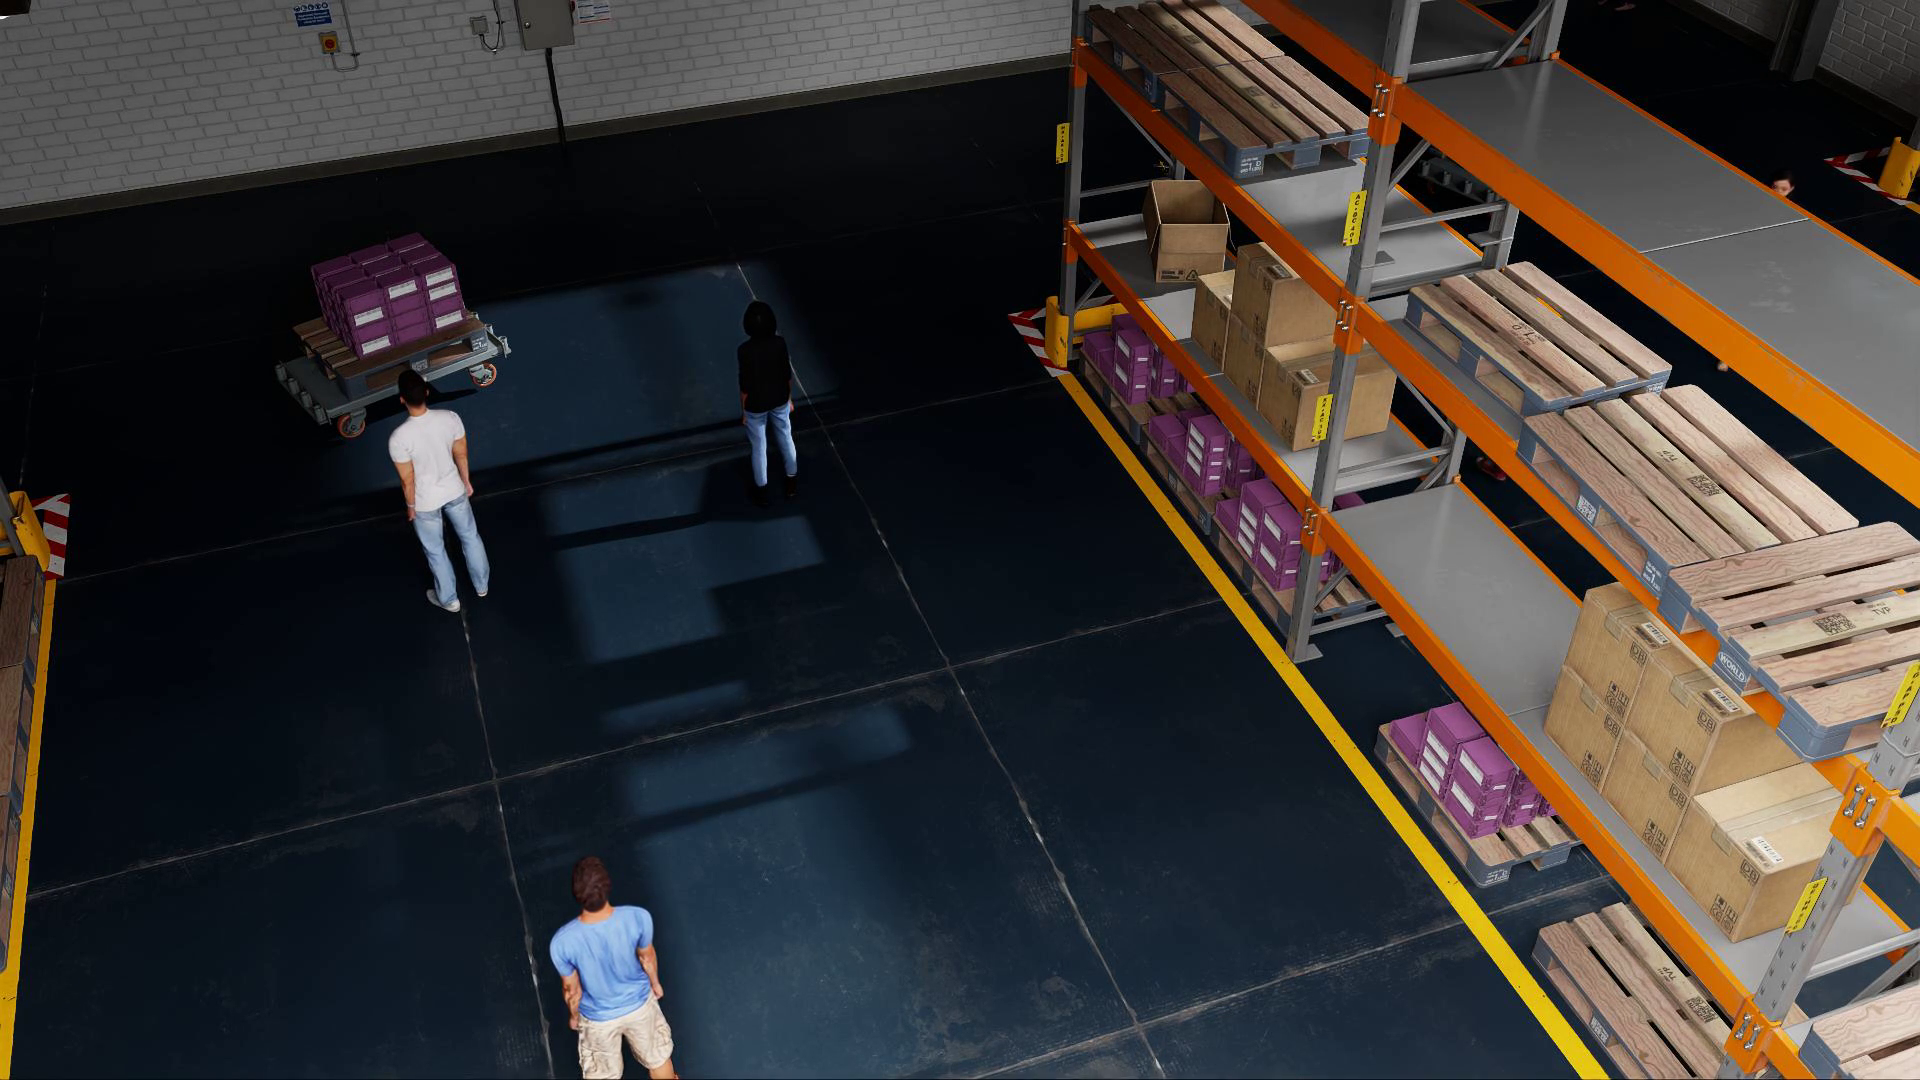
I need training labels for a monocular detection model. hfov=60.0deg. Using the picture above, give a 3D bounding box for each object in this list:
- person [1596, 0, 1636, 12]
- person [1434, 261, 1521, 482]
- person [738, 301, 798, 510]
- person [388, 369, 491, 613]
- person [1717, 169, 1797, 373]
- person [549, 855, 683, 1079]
[{"bbox_3d":[7.989,-7.286,19.837,0.794,1.852,0.609,-24,44,-27],"label":"person"},{"bbox_3d":[4.049,-1.216,12.343,0.808,1.719,1.150,-21,43,-24],"label":"person"},{"bbox_3d":[-1.401,-0.982,12.063,0.578,1.702,0.557,-17,42,-20],"label":"person"},{"bbox_3d":[-3.495,-0.327,11.112,0.752,1.866,0.714,-31,48,-33],"label":"person"},{"bbox_3d":[6.557,-2.270,13.672,0.977,1.707,1.105,11,40,14],"label":"person"},{"bbox_3d":[-1.644,2.208,7.941,0.663,1.862,0.564,-16,41,-19],"label":"person"}]
